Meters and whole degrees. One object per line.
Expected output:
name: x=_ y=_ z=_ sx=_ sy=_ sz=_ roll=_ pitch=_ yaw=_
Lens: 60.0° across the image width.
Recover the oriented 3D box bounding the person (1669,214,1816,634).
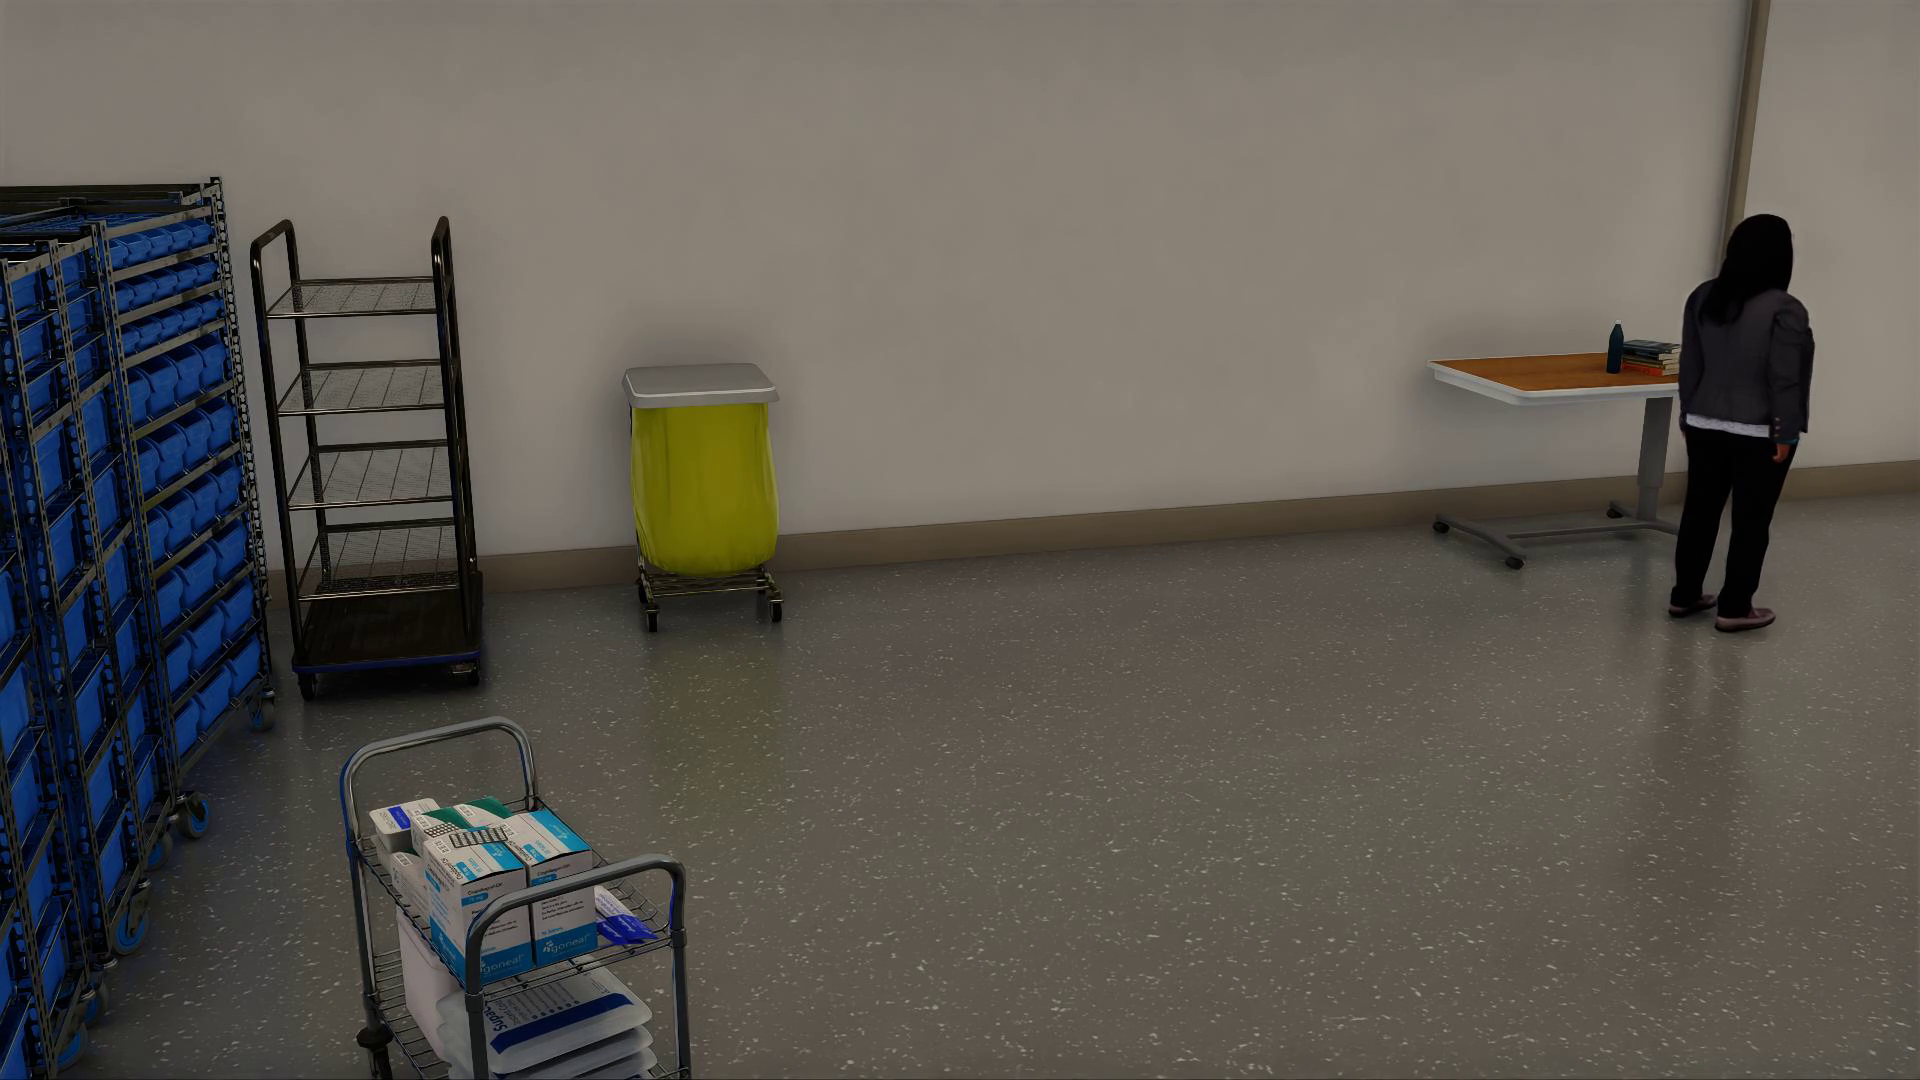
person: x=3.000 y=-0.444 z=6.405 sx=0.730 sy=1.596 sz=0.732 roll=-8 pitch=18 yaw=-27
